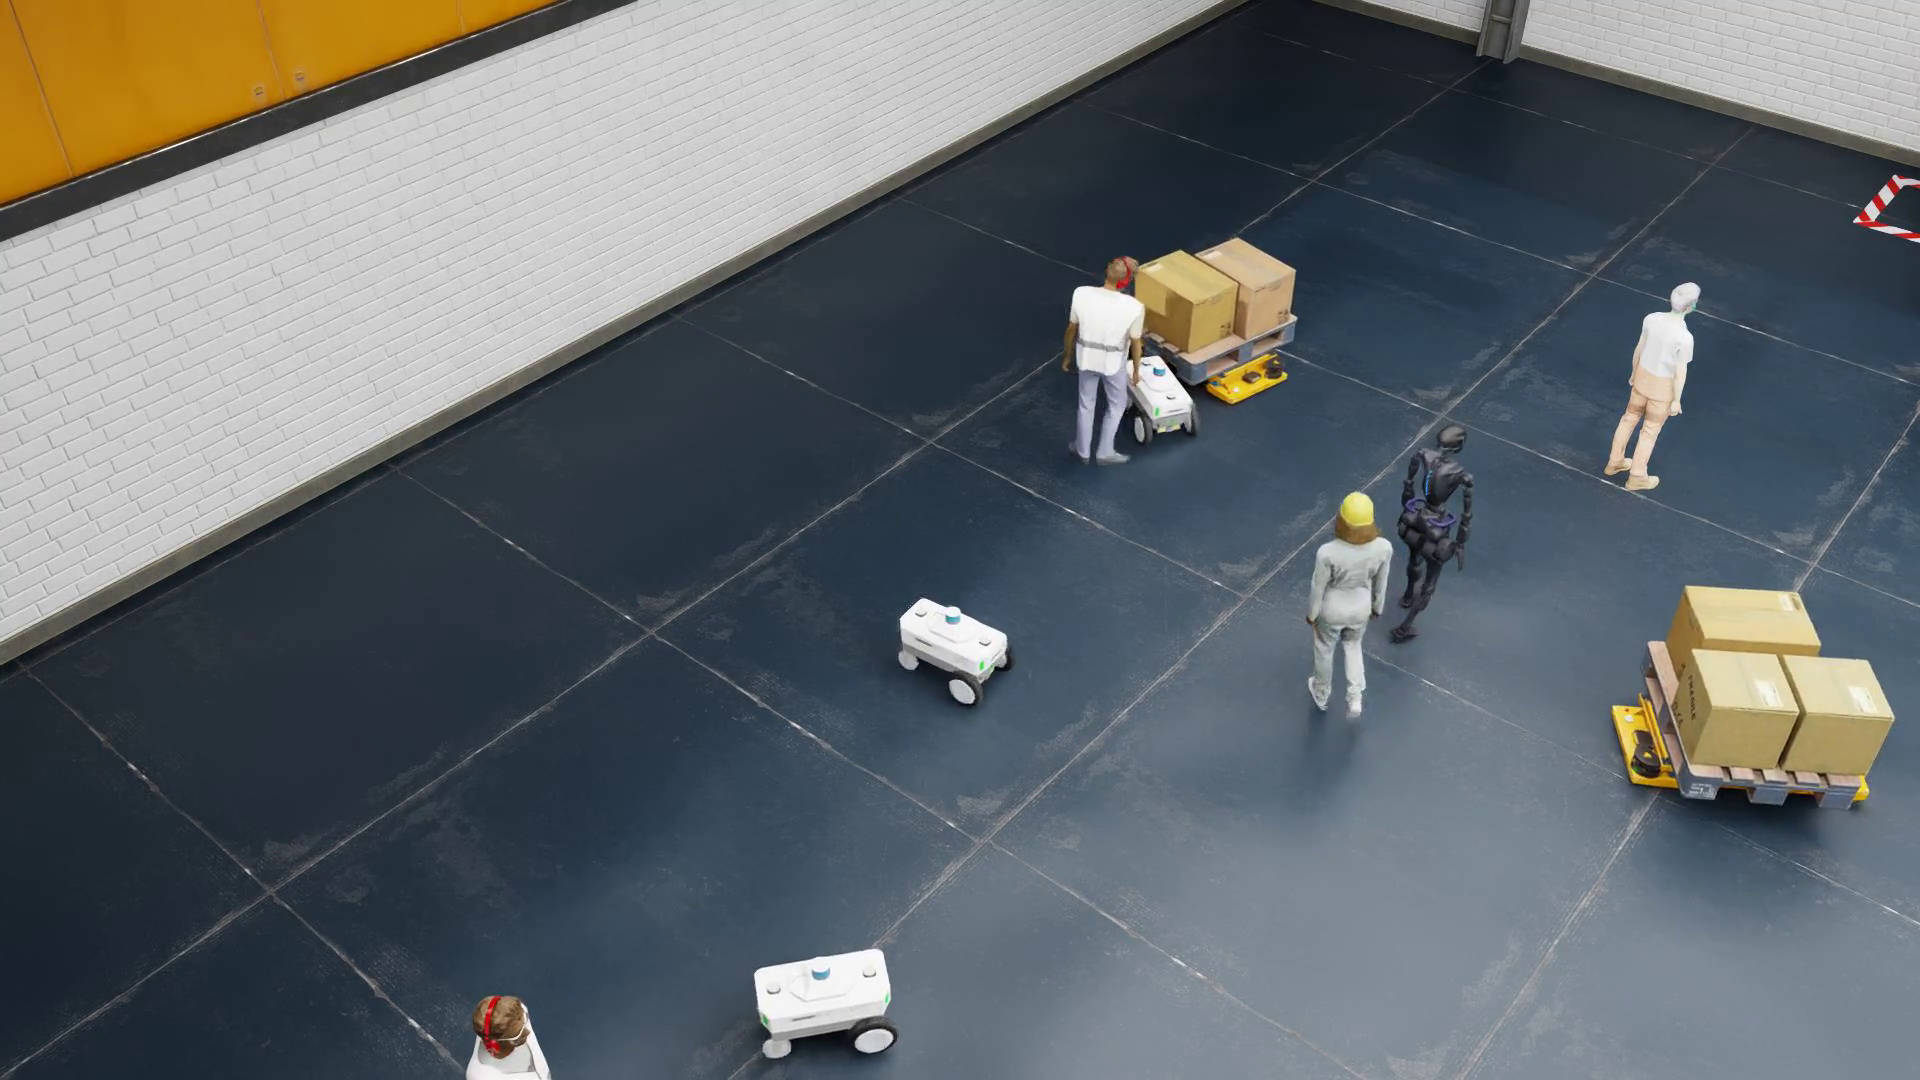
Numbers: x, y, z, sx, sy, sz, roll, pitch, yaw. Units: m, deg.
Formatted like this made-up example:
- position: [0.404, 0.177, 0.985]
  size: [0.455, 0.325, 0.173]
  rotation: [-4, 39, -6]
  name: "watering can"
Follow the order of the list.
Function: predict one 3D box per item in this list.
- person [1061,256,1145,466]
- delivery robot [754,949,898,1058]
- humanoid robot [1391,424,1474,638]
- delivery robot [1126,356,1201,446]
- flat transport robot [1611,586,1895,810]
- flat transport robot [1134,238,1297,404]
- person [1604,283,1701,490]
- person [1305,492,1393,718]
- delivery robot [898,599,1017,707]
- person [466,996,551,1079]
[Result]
- position: [1.067, -1.326, 12.700]
  size: [0.639, 1.823, 0.380]
  rotation: [12, 40, 15]
  name: "person"
- position: [-0.730, 2.468, 8.981]
  size: [0.769, 0.577, 0.499]
  rotation: [-7, 39, -9]
  name: "delivery robot"
- position: [3.191, -0.079, 11.277]
  size: [0.585, 1.648, 0.594]
  rotation: [-26, 46, -29]
  name: "humanoid robot"
- position: [1.606, -1.145, 13.495]
  size: [0.499, 0.614, 0.815]
  rotation: [-11, 40, -13]
  name: "delivery robot"
- position: [4.981, 1.322, 10.645]
  size: [1.431, 0.231, 0.659]
  rotation: [3, 39, 4]
  name: "flat transport robot"
- position: [2.086, -1.655, 14.341]
  size: [0.659, 0.231, 1.431]
  rotation: [-25, 45, -28]
  name: "flat transport robot"
- position: [5.258, -1.167, 12.557]
  size: [0.307, 1.744, 0.497]
  rotation: [-16, 42, -19]
  name: "person"
- position: [2.447, 0.453, 10.554]
  size: [0.496, 1.726, 0.495]
  rotation: [-4, 39, -5]
  name: "person"
- position: [-0.032, 0.718, 11.180]
  size: [0.814, 0.611, 0.499]
  rotation: [23, 44, 26]
  name: "delivery robot"
- position: [-2.033, 2.701, 7.679]
  size: [0.397, 1.843, 0.563]
  rotation: [1, 39, 1]
  name: "person"
